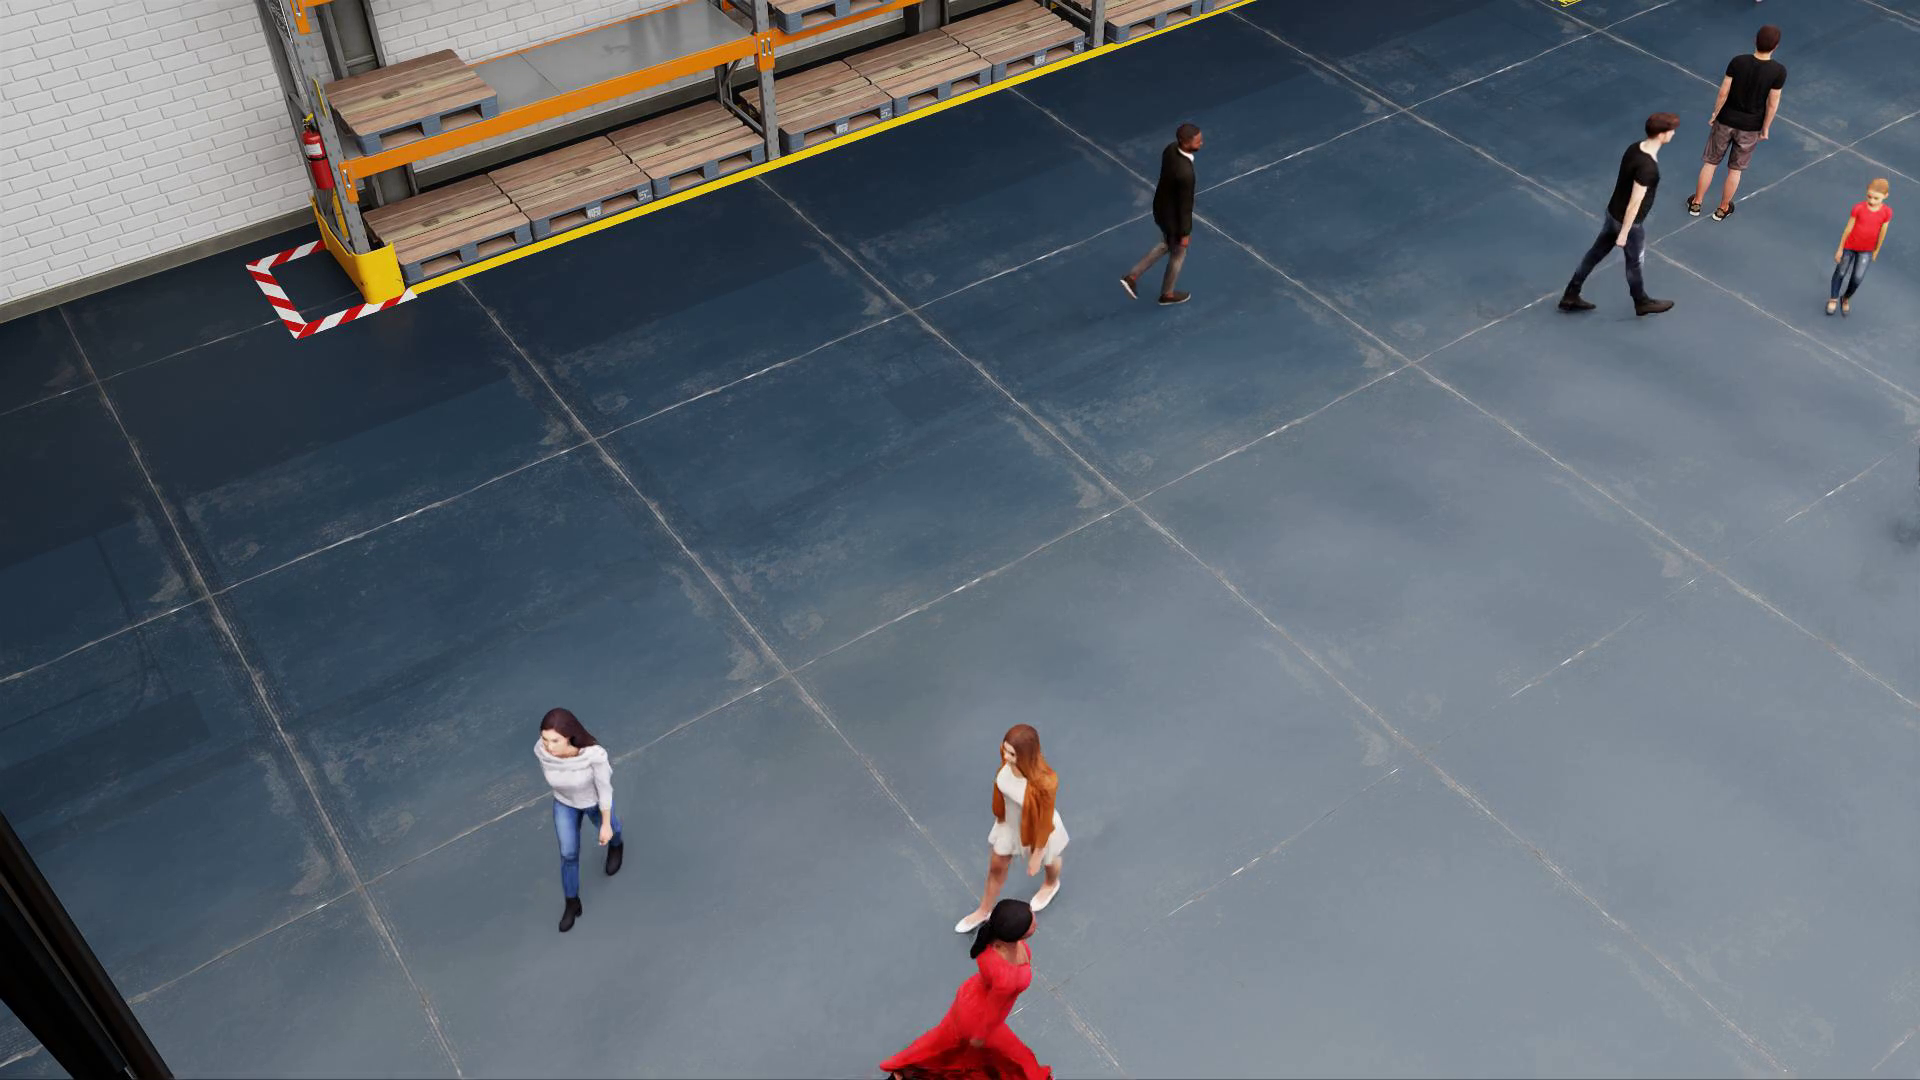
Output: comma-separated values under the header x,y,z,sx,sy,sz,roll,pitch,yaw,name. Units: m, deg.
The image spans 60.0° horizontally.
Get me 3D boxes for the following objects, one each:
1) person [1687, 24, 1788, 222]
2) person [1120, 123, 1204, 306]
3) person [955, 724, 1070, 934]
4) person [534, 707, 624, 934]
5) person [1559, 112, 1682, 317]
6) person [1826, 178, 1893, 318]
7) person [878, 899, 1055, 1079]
x,y,z,sx,sy,sz,roll,pitch,yaw,name
6.923,-3.715,14.790,0.758,1.863,0.748,21,47,20,person
1.683,-2.641,13.720,0.990,1.783,0.860,-12,45,-13,person
0.450,1.546,9.394,0.728,1.689,0.979,34,53,31,person
-2.126,1.443,9.566,0.969,1.600,1.023,6,44,6,person
5.368,-2.636,13.663,1.258,1.857,1.148,3,44,3,person
7.494,-2.482,13.912,0.579,1.290,0.630,14,45,15,person
0.021,2.417,8.451,1.254,1.729,1.005,-3,44,-3,person
